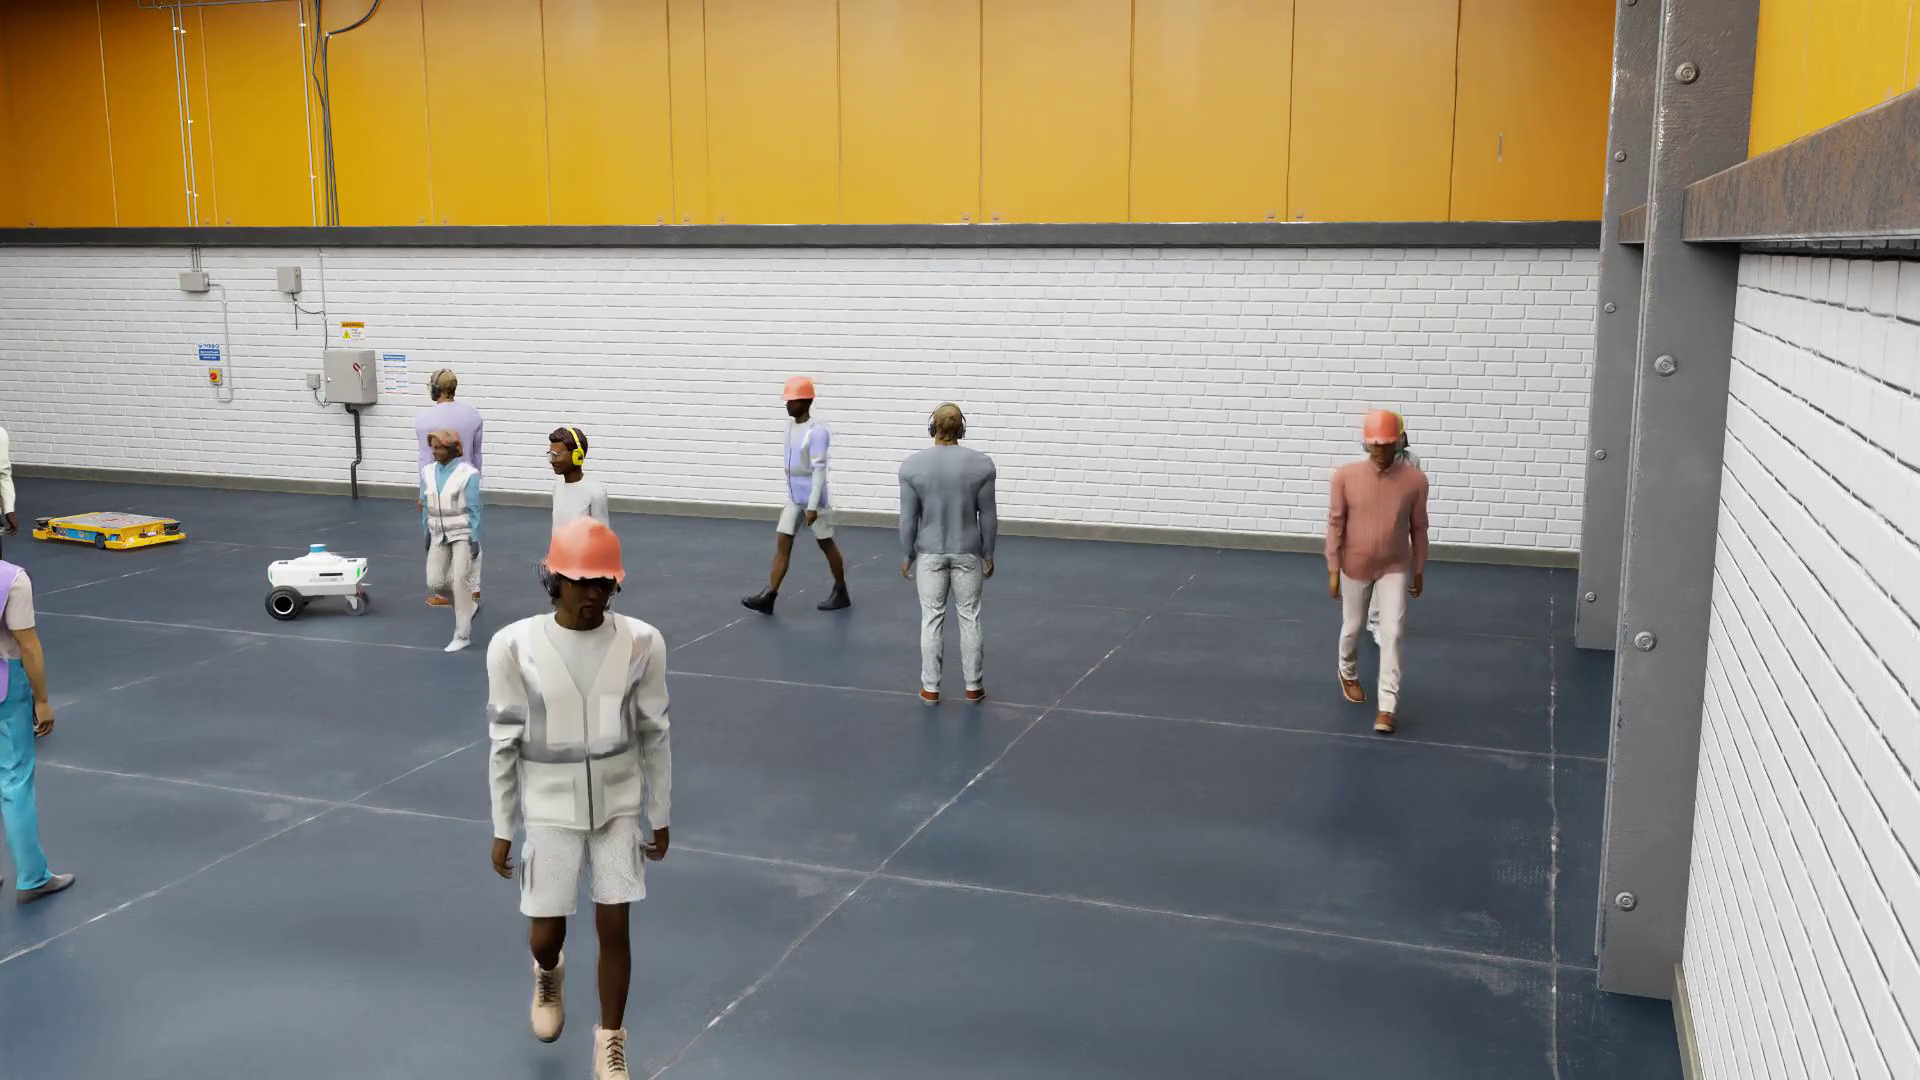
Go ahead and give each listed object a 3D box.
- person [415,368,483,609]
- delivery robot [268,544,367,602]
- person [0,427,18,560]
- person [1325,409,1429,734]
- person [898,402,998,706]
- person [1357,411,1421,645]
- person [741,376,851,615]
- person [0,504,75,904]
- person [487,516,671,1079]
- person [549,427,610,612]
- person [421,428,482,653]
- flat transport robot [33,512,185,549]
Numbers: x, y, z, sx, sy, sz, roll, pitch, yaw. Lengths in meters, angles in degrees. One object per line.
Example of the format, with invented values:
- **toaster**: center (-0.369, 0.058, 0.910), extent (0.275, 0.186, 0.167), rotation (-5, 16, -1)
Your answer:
- **person**: center (-4.123, -0.415, 13.444), extent (0.370, 1.940, 0.630), rotation (6, 12, 30)
- **delivery robot**: center (-5.083, 0.276, 13.187), extent (0.707, 0.478, 0.477), rotation (-2, 10, -11)
- **person**: center (-7.174, -0.196, 12.049), extent (0.608, 1.996, 0.380), rotation (-9, 13, -41)
- **person**: center (2.562, 0.144, 10.284), extent (0.626, 1.961, 0.935), rotation (1, 10, 8)
- **person**: center (-0.075, 0.095, 10.570), extent (0.627, 1.941, 0.372), rotation (0, 10, -2)
- **person**: center (3.175, -0.087, 12.248), extent (0.492, 1.709, 0.778), rotation (-2, 10, -10)
- **person**: center (-1.268, -0.341, 13.133), extent (0.983, 1.890, 0.562), rotation (-8, 13, -39)
- **person**: center (-4.315, 0.717, 7.351), extent (0.563, 1.837, 0.388), rotation (1, 10, 3)
- **person**: center (-1.306, 0.908, 5.734), extent (0.636, 2.029, 0.639), rotation (-4, 11, -23)
- **person**: center (-2.262, 0.257, 9.860), extent (0.535, 1.868, 0.309), rotation (9, 13, 41)
- **person**: center (-3.652, -0.013, 12.075), extent (0.514, 1.623, 0.442), rotation (4, 11, 22)
- **flat transport robot**: center (-8.405, -0.108, 16.411), extent (1.431, 0.197, 0.652), rotation (5, 11, 28)
